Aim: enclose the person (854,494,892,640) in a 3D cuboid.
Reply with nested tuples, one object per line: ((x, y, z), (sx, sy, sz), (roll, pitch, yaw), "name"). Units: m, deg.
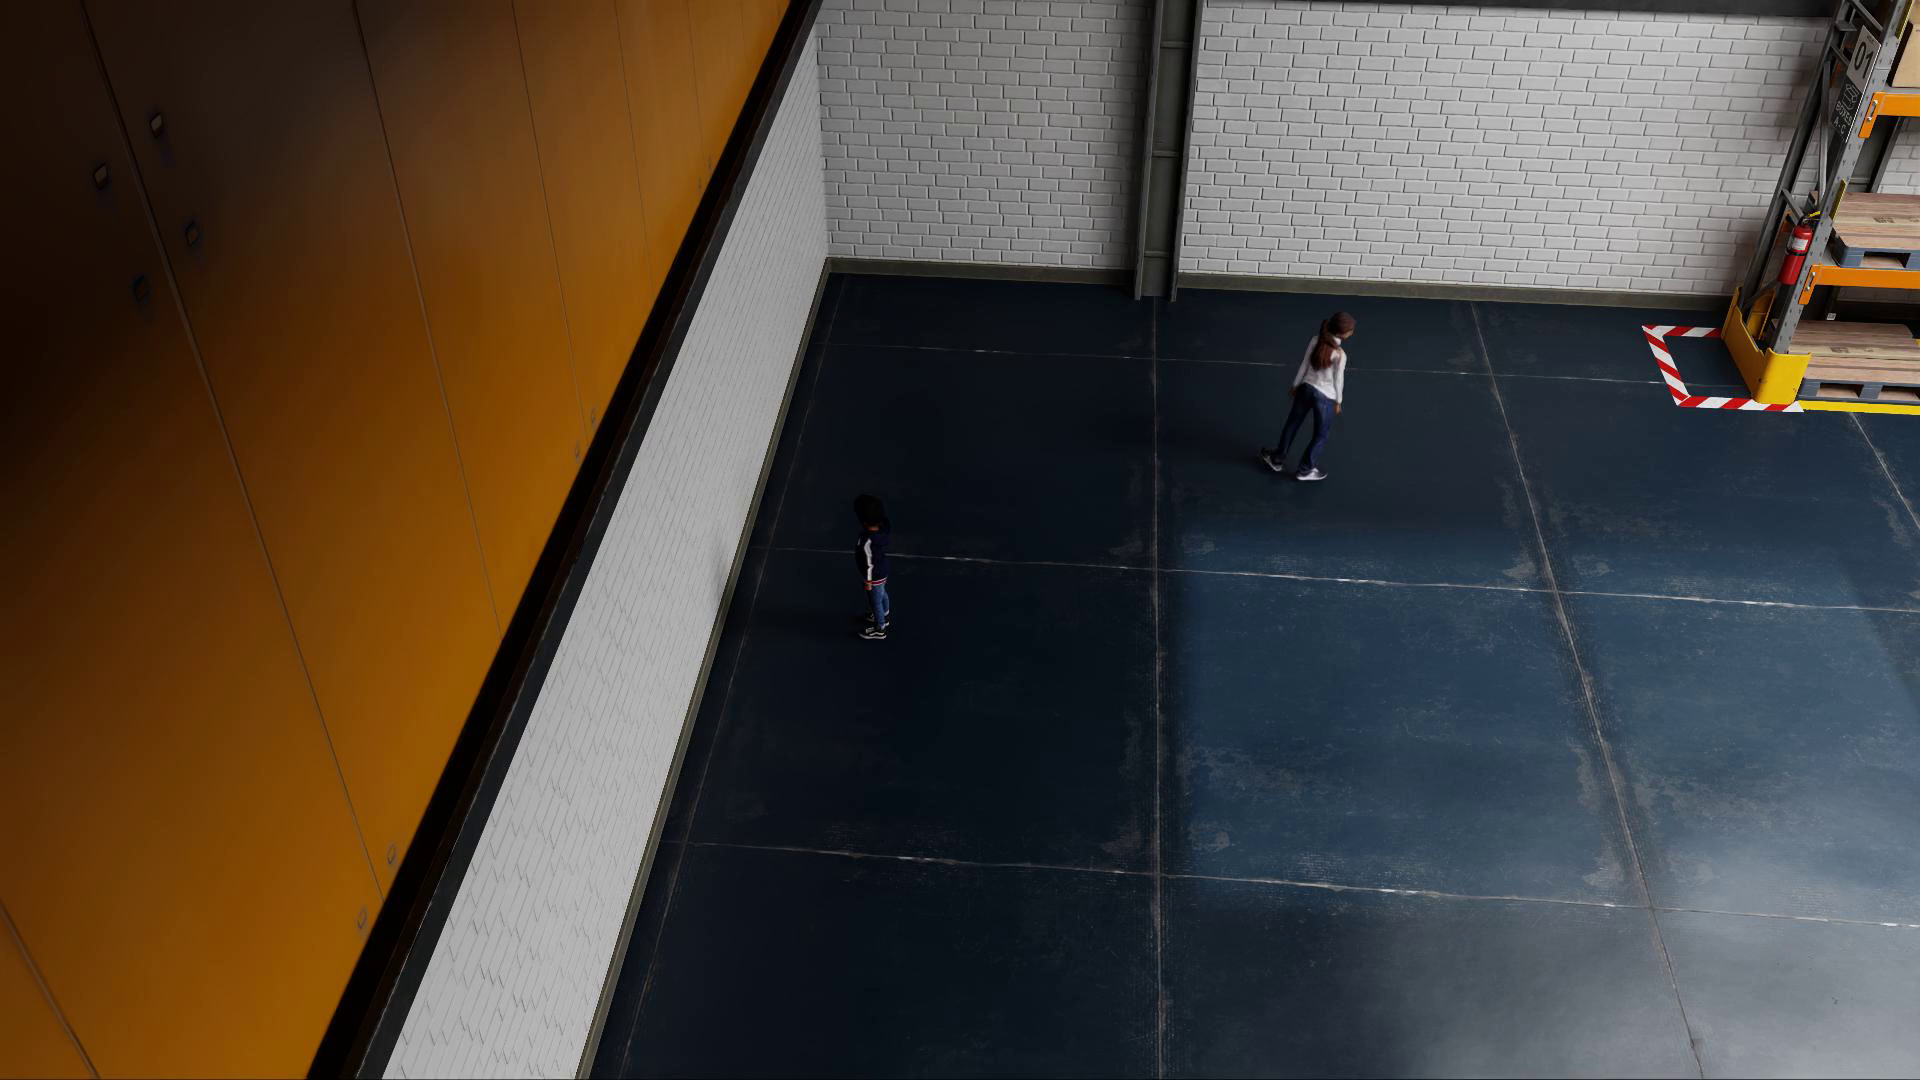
((-0.608, 0.181, 11.785), (0.506, 1.224, 0.538), (7, 39, 9), "person")

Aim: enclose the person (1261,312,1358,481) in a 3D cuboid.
((2.773, -1.153, 13.206), (0.760, 1.535, 0.856), (23, 44, 26), "person")
